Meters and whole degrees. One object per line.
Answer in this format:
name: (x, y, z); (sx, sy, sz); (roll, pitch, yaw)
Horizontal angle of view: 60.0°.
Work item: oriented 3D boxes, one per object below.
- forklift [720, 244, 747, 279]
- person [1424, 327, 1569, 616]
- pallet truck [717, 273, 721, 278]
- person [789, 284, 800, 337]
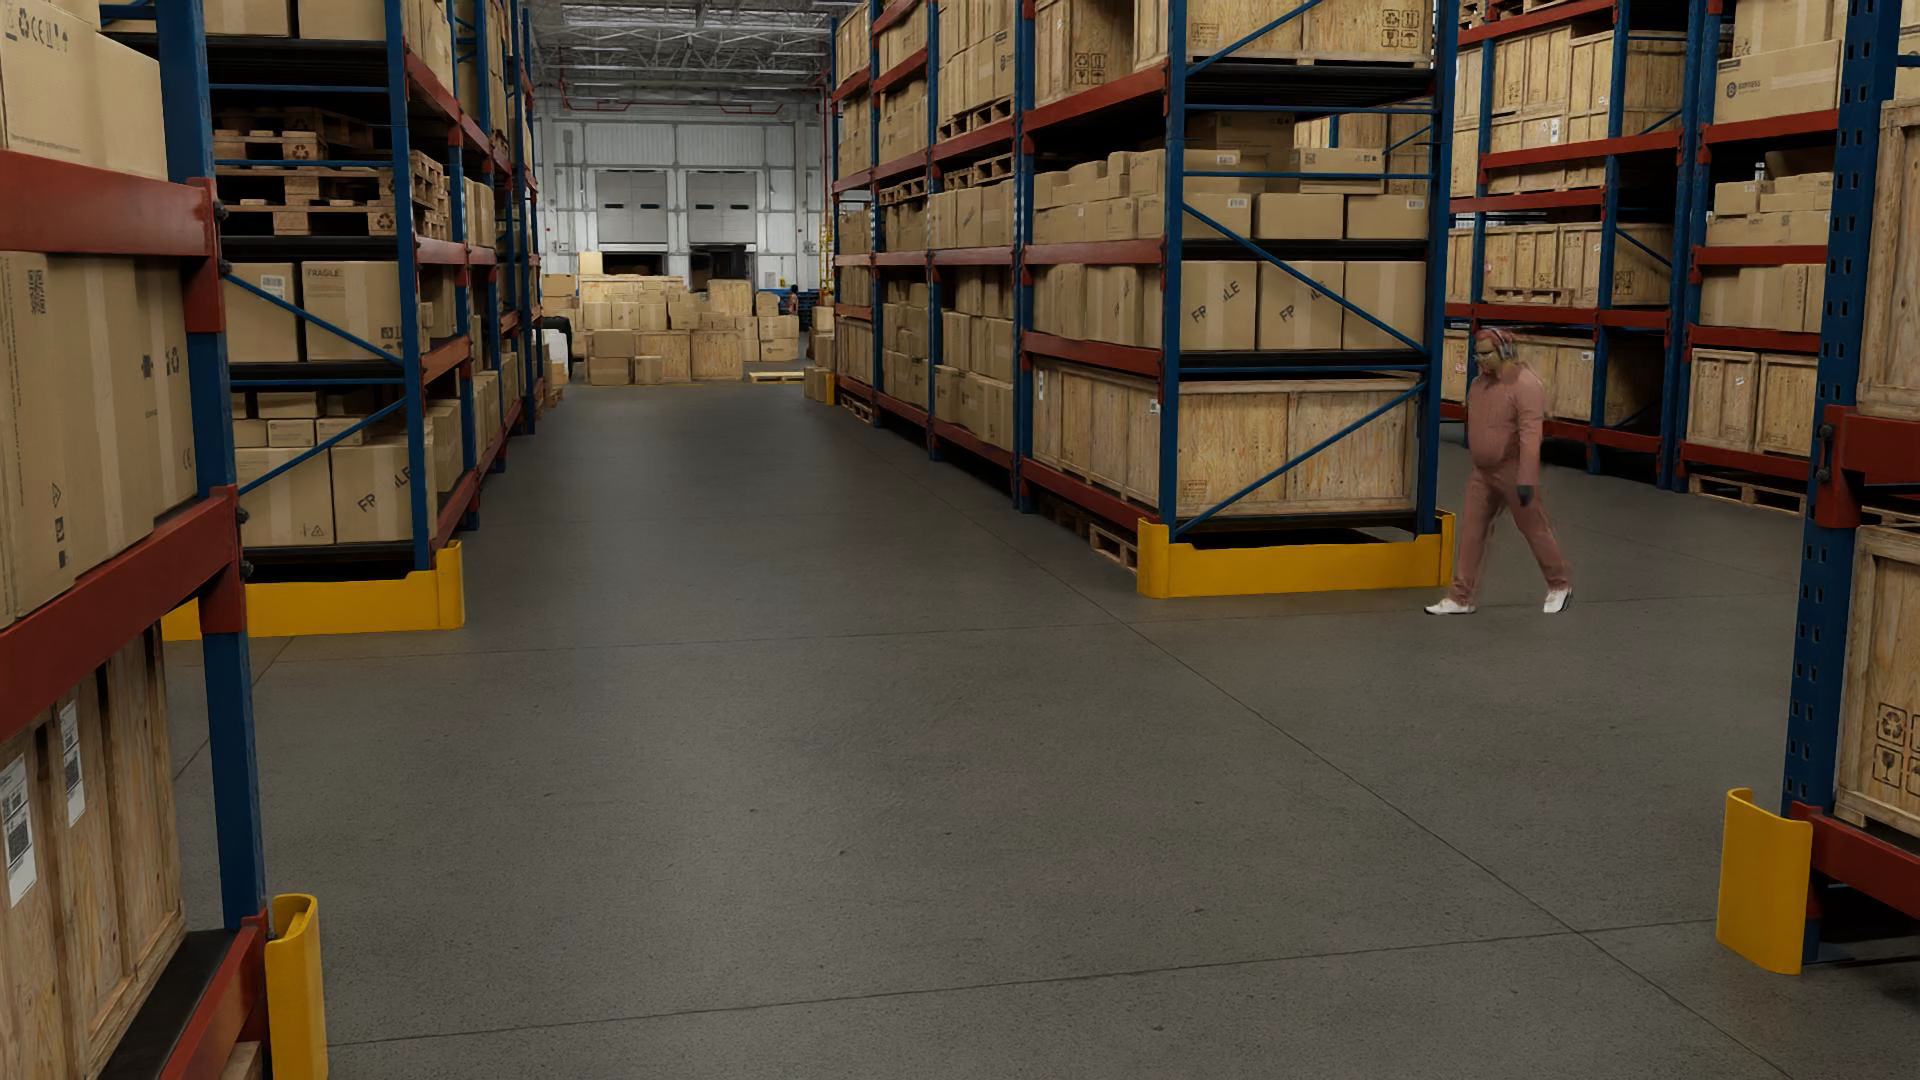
forklift: (-6.140, -6.632, 45.249); (1.873, 2.768, 1.129); (-7, 12, -37)
person: (3.515, -0.433, 10.619); (1.011, 1.849, 0.703); (-4, 10, -23)
pallet truck: (-8.580, -8.986, 62.280); (1.885, 1.965, 0.823); (1, 9, 5)
person: (-5.206, -7.238, 52.556); (0.412, 1.683, 0.560); (-1, 9, -9)
